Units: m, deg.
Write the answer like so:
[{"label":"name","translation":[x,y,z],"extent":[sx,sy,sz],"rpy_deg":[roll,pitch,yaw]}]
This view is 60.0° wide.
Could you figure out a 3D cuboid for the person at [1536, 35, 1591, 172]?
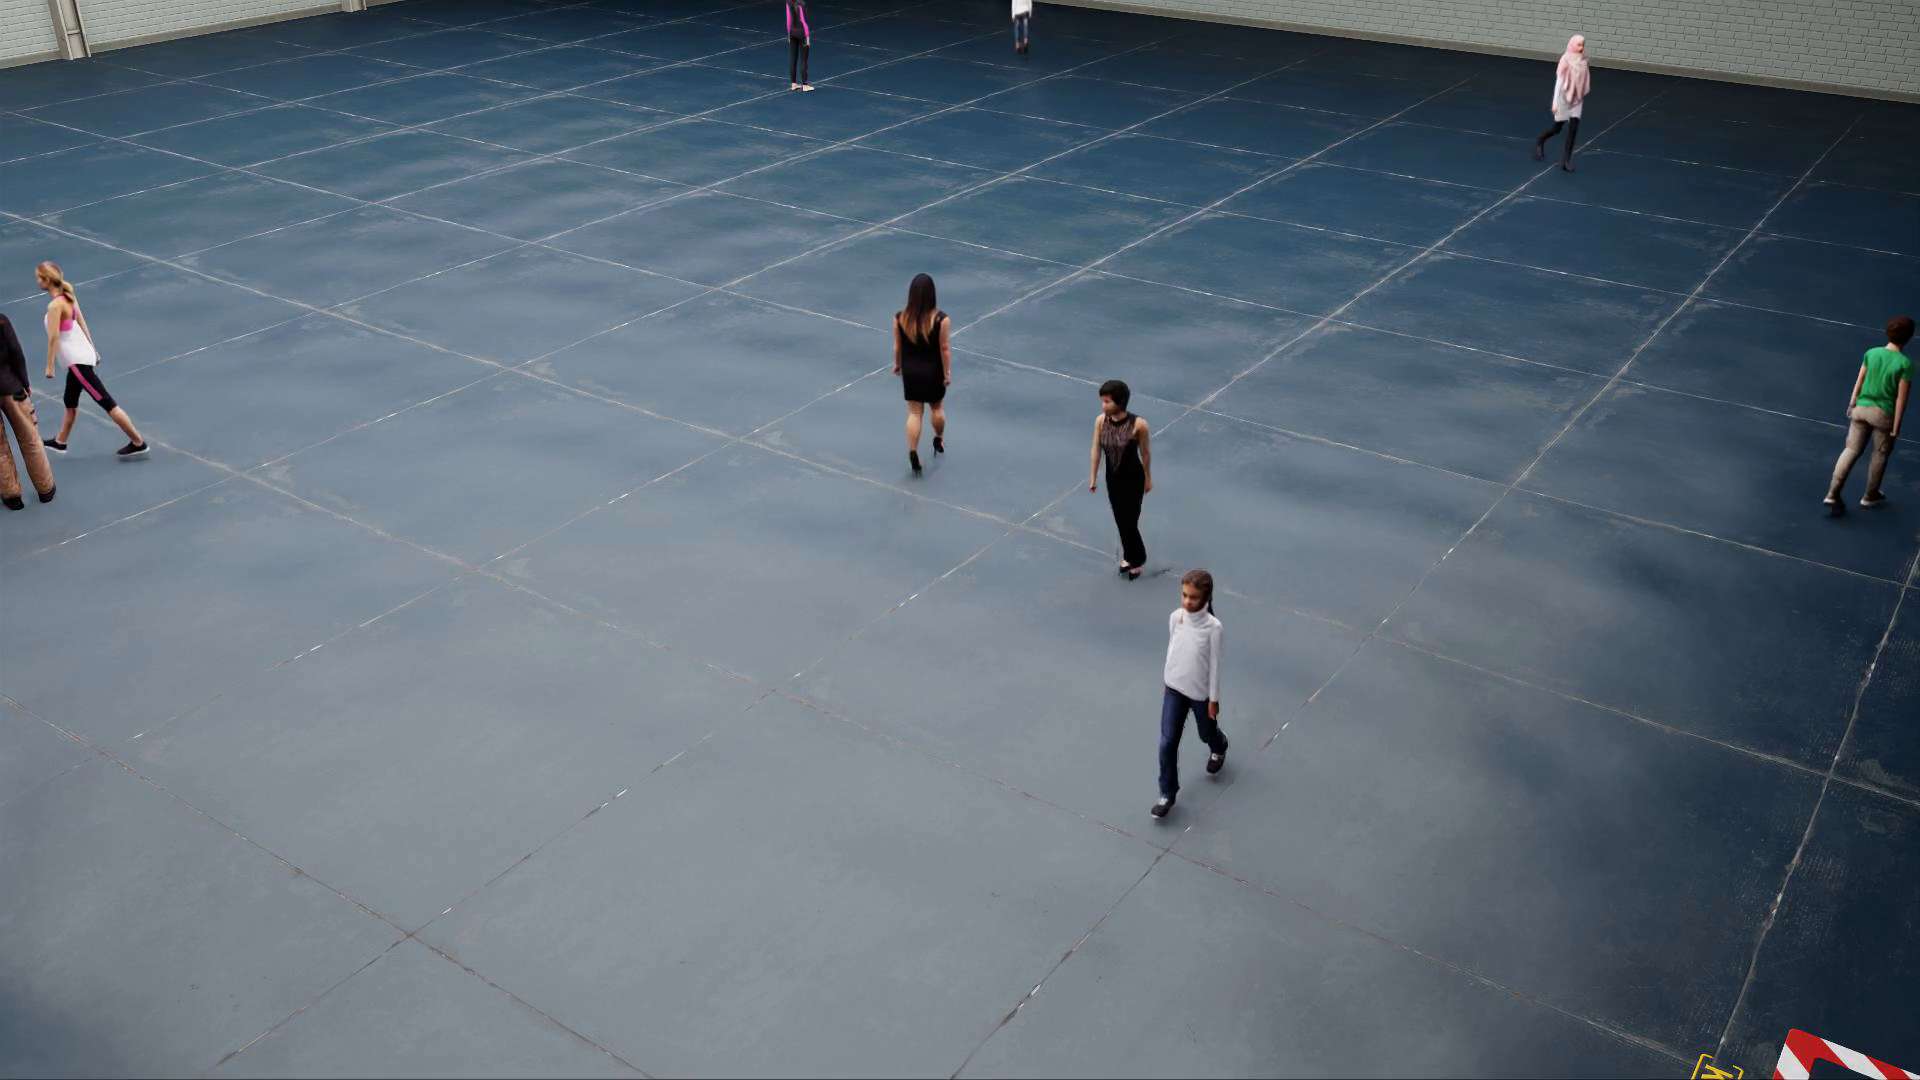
[{"label":"person","translation":[8.314,-6.023,22.887],"extent":[1.117,1.780,1.111],"rpy_deg":[-8,28,-15]}]

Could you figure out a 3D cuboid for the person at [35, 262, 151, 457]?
[{"label":"person","translation":[-7.363,-1.476,14.107],"extent":[1.198,1.733,1.129],"rpy_deg":[-5,28,-9]}]

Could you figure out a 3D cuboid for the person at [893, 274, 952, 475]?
[{"label":"person","translation":[-0.332,-1.355,13.921],"extent":[0.876,1.689,1.005],"rpy_deg":[5,28,10]}]

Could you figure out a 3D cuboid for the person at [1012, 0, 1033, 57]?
[{"label":"person","translation":[1.128,-9.428,29.877],"extent":[0.897,1.435,1.005],"rpy_deg":[-2,27,-5]}]

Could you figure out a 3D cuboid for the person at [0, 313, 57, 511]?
[{"label":"person","translation":[-7.710,-1.170,13.304],"extent":[0.684,1.925,0.836],"rpy_deg":[-17,32,-30]}]

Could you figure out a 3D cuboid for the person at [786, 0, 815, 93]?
[{"label":"person","translation":[-2.652,-8.272,27.286],"extent":[0.552,1.752,0.567],"rpy_deg":[16,31,29]}]

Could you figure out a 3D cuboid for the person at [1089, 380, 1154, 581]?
[{"label":"person","translation":[1.260,-0.447,12.289],"extent":[0.584,1.570,0.620],"rpy_deg":[12,30,23]}]

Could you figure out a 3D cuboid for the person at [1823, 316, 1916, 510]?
[{"label":"person","translation":[7.248,-0.978,13.247],"extent":[1.045,1.637,0.817],"rpy_deg":[-18,32,-31]}]

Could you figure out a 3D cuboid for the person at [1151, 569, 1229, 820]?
[{"label":"person","translation":[1.413,0.855,9.804],"extent":[0.551,1.529,1.031],"rpy_deg":[16,31,28]}]
